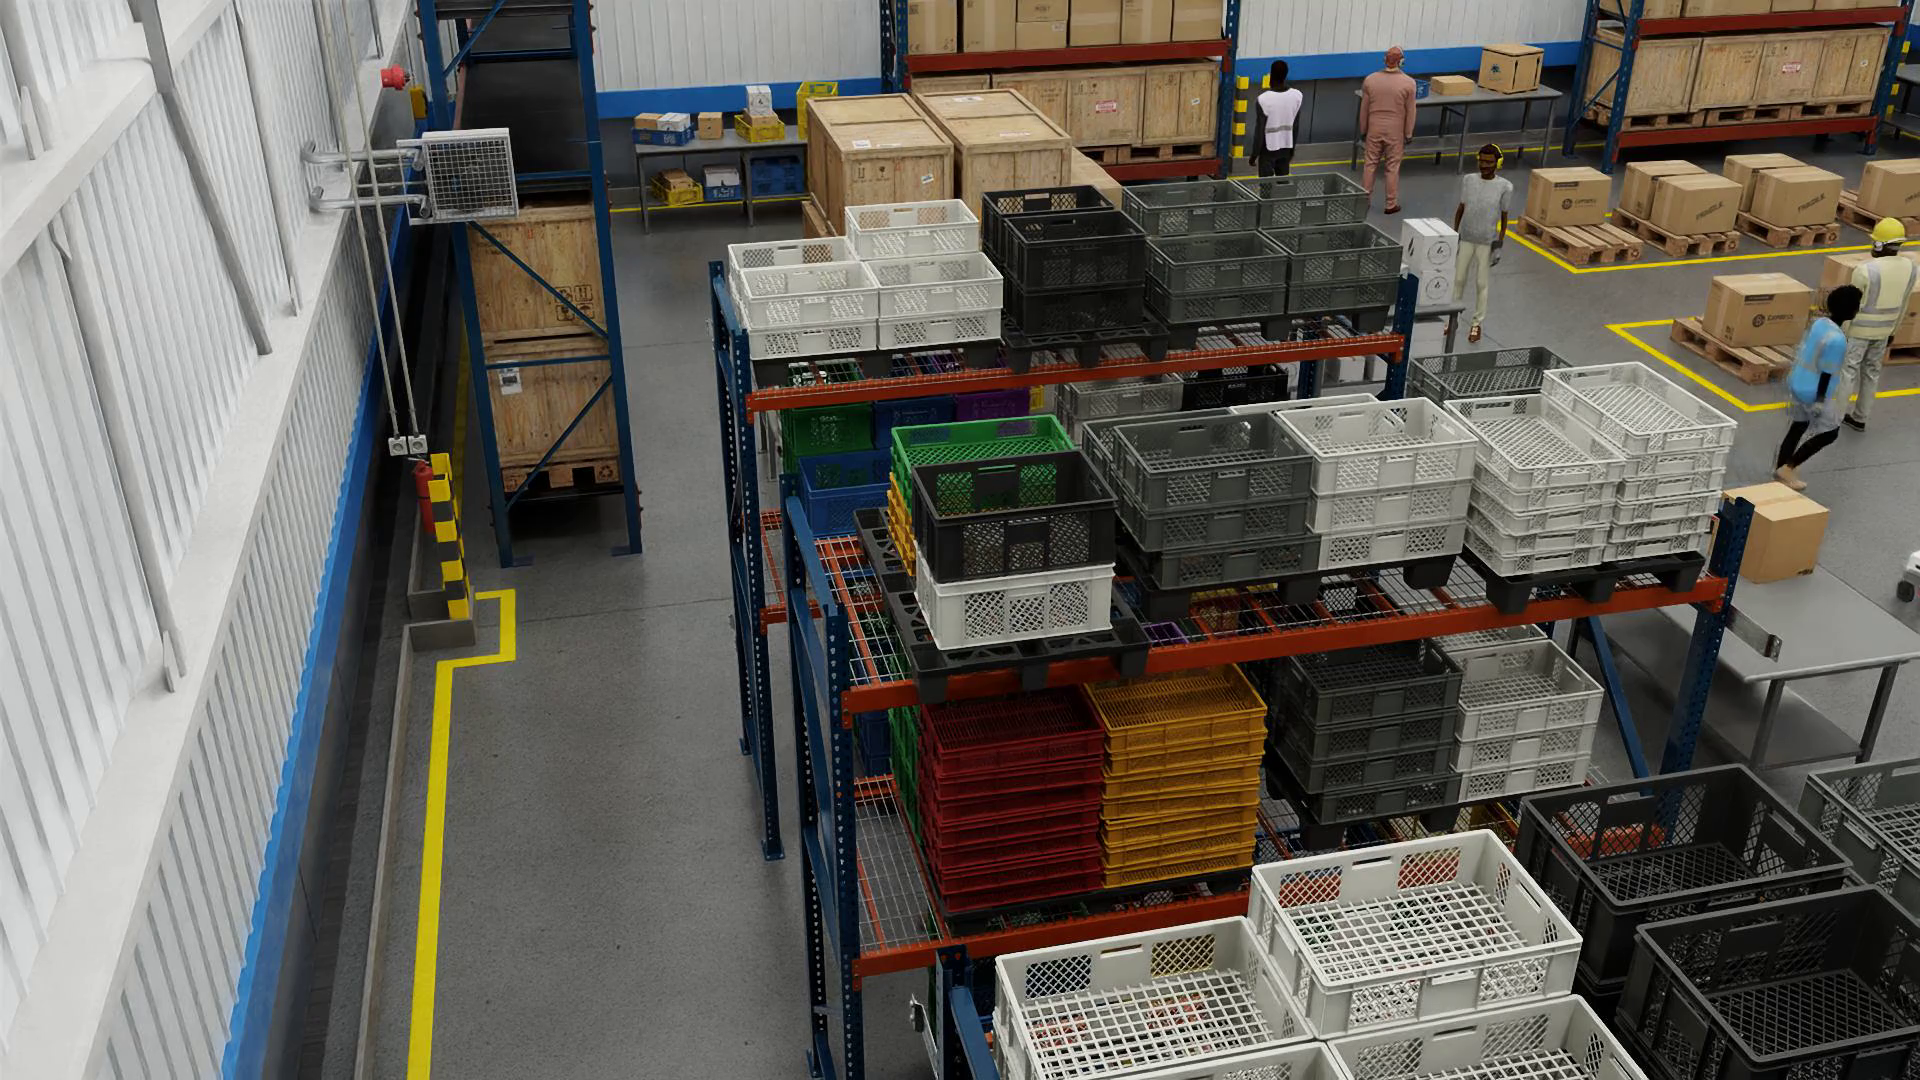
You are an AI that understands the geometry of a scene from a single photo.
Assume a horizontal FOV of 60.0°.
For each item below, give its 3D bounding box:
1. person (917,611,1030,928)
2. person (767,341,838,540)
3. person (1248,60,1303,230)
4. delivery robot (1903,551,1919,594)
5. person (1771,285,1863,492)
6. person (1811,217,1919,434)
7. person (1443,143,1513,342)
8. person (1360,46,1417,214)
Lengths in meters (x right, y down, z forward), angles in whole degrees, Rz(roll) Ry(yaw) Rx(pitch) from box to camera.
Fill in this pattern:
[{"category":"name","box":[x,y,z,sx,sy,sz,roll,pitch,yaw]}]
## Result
[{"category":"person","box":[0.050,1.144,8.071,0.633,1.938,0.356,22,35,35]},{"category":"person","box":[-1.068,-0.652,11.538,0.579,1.883,0.352,19,33,32]},{"category":"person","box":[3.512,-4.367,18.548,0.587,1.920,0.391,-12,30,-22]},{"category":"delivery robot","box":[6.796,0.160,11.314,0.707,0.478,0.477,-14,31,-25]},{"category":"person","box":[6.528,-1.136,12.654,0.381,1.679,0.553,4,28,8]},{"category":"person","box":[7.455,-1.746,13.680,0.581,1.823,0.403,-6,28,-12]},{"category":"person","box":[4.850,-2.791,15.616,0.513,1.867,0.328,17,32,29]},{"category":"person","box":[4.950,-4.751,19.289,0.643,1.908,0.410,14,31,24]}]
